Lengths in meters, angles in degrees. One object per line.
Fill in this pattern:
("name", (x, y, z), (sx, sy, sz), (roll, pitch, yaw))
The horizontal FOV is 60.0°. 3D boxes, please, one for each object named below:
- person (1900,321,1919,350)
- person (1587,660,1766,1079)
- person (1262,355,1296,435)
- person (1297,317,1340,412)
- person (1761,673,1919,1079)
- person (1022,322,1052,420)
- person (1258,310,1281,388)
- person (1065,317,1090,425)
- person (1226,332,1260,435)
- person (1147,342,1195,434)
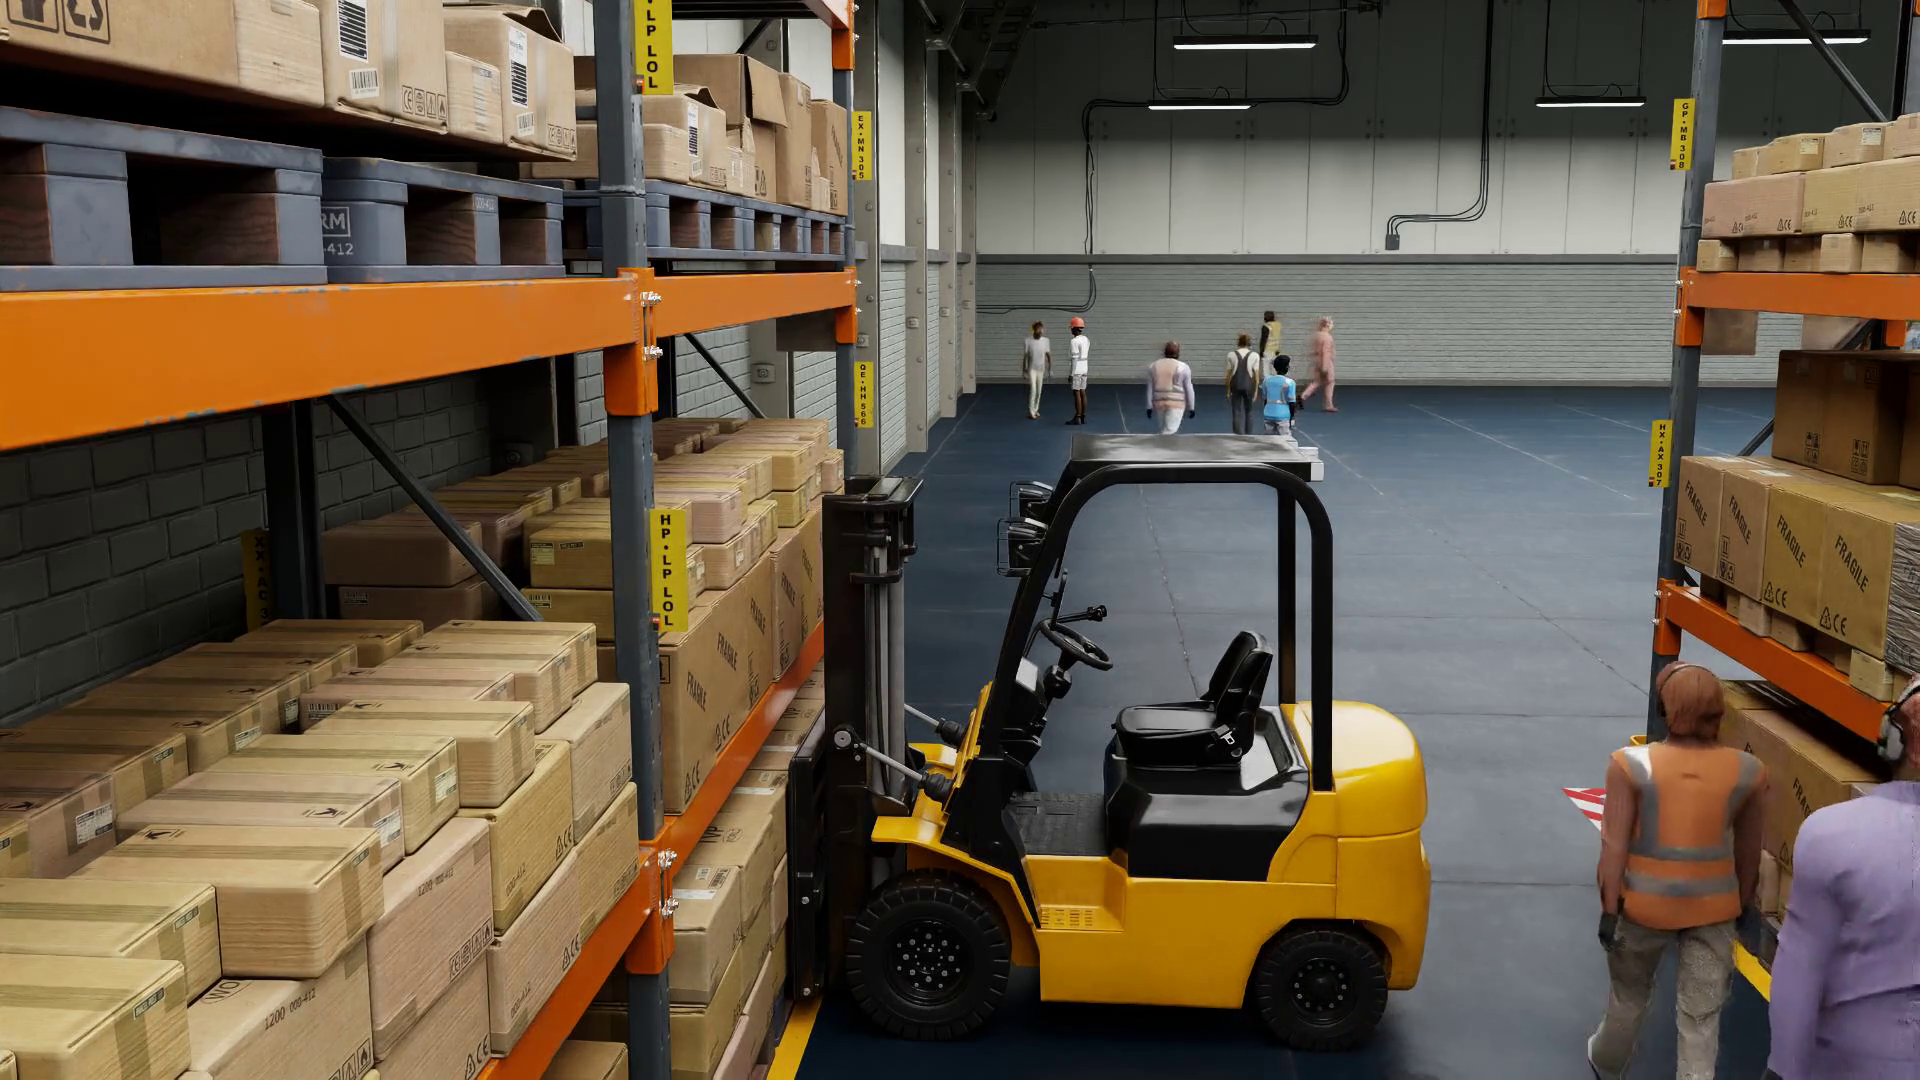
("person", (18.763, -3.509, 32.984), (1.012, 1.903, 0.641), (-3, 10, -17))
("person", (2.319, 1.175, 5.438), (0.534, 1.594, 0.845), (1, 9, 8))
("person", (4.240, -1.619, 22.118), (0.321, 1.689, 0.530), (-9, 13, -42))
("person", (7.049, -3.429, 32.513), (0.744, 1.877, 0.641), (-2, 10, -13))
("person", (2.303, 1.254, 4.108), (0.665, 1.885, 0.436), (0, 9, 2))
("person", (1.417, -3.158, 31.108), (0.527, 1.825, 0.684), (-3, 10, -18))
("person", (7.201, -4.433, 38.726), (0.654, 1.830, 0.437), (-9, 13, -44))
("person", (2.108, -3.036, 29.953), (0.359, 1.939, 0.542), (5, 11, 30))
("person", (4.464, -2.367, 26.271), (0.519, 1.819, 0.722), (2, 10, 12))
("person", (2.995, -1.869, 23.294), (0.652, 1.794, 0.961), (7, 12, 35))
